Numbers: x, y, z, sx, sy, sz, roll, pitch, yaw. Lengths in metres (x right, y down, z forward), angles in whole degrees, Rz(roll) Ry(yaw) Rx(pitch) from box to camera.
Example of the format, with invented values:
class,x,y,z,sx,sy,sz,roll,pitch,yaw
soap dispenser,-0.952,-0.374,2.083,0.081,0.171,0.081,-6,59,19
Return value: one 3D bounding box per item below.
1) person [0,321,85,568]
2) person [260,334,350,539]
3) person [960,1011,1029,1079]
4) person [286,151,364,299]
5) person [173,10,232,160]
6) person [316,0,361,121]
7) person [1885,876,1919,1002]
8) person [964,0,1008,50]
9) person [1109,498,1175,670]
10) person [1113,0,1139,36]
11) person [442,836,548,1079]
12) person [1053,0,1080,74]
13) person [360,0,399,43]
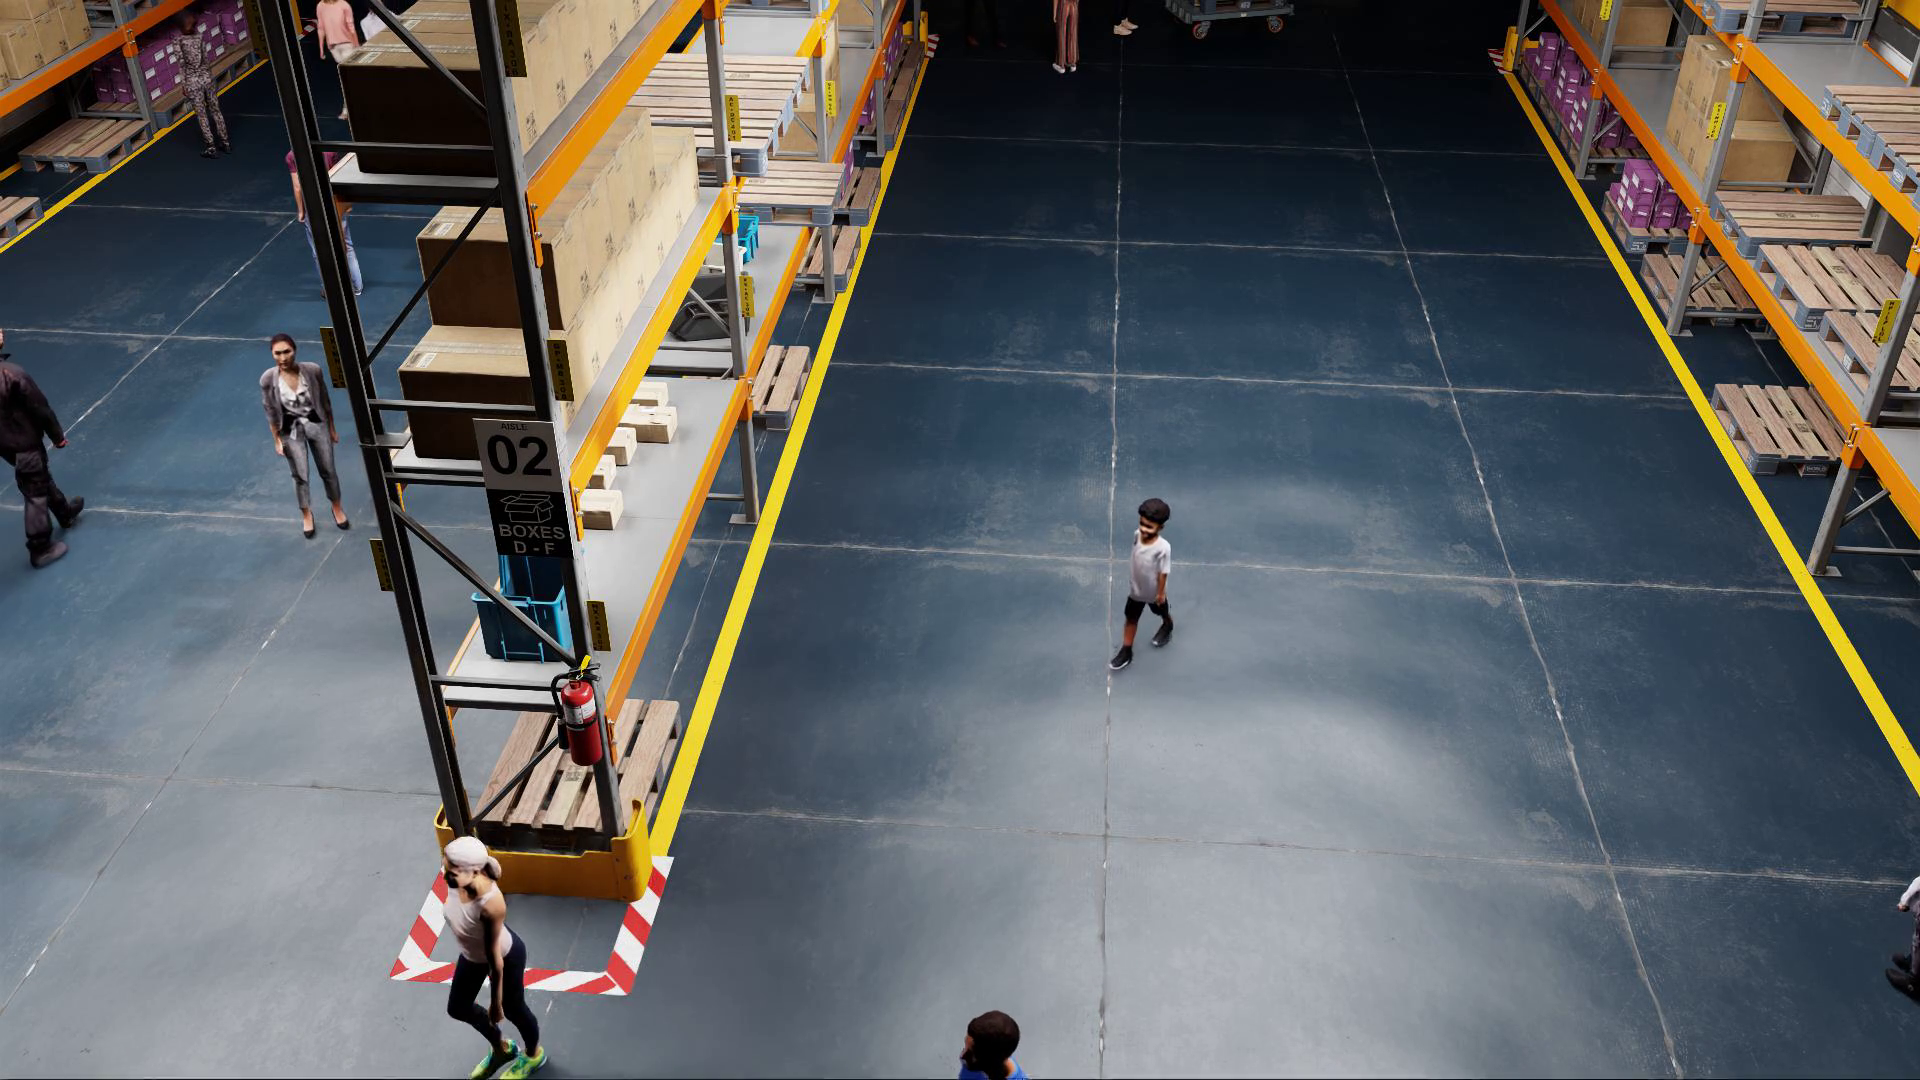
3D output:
class,x,y,z,sx,sy,sz,roll,pitch,yaw
person,-6.942,-0.681,12.149,0.816,1.919,1.072,7,34,11
person,-4.938,-0.802,12.550,0.719,1.677,0.737,-15,36,-21
person,0.167,2.669,7.156,0.765,1.868,0.666,-15,37,-22
person,-6.135,-3.215,16.017,0.741,1.858,0.769,-20,38,-27
person,-8.809,-5.286,19.265,0.736,1.711,0.649,20,38,27
person,-7.590,-6.084,20.504,0.631,1.669,1.150,4,34,6
person,5.235,1.944,8.789,0.596,1.267,0.636,-13,36,-19
person,0.196,-7.594,22.739,1.048,1.709,1.185,-18,38,-25
person,1.327,0.256,11.354,0.812,1.238,0.944,26,41,33
person,2.357,-8.046,23.330,0.771,1.808,0.636,12,36,18
person,-2.234,2.051,8.245,0.827,1.691,0.773,-27,42,-34
person,1.426,-7.000,21.979,0.623,1.562,0.638,-12,35,-17
person,-6.747,-5.684,19.824,0.721,1.754,0.737,-4,34,-6
